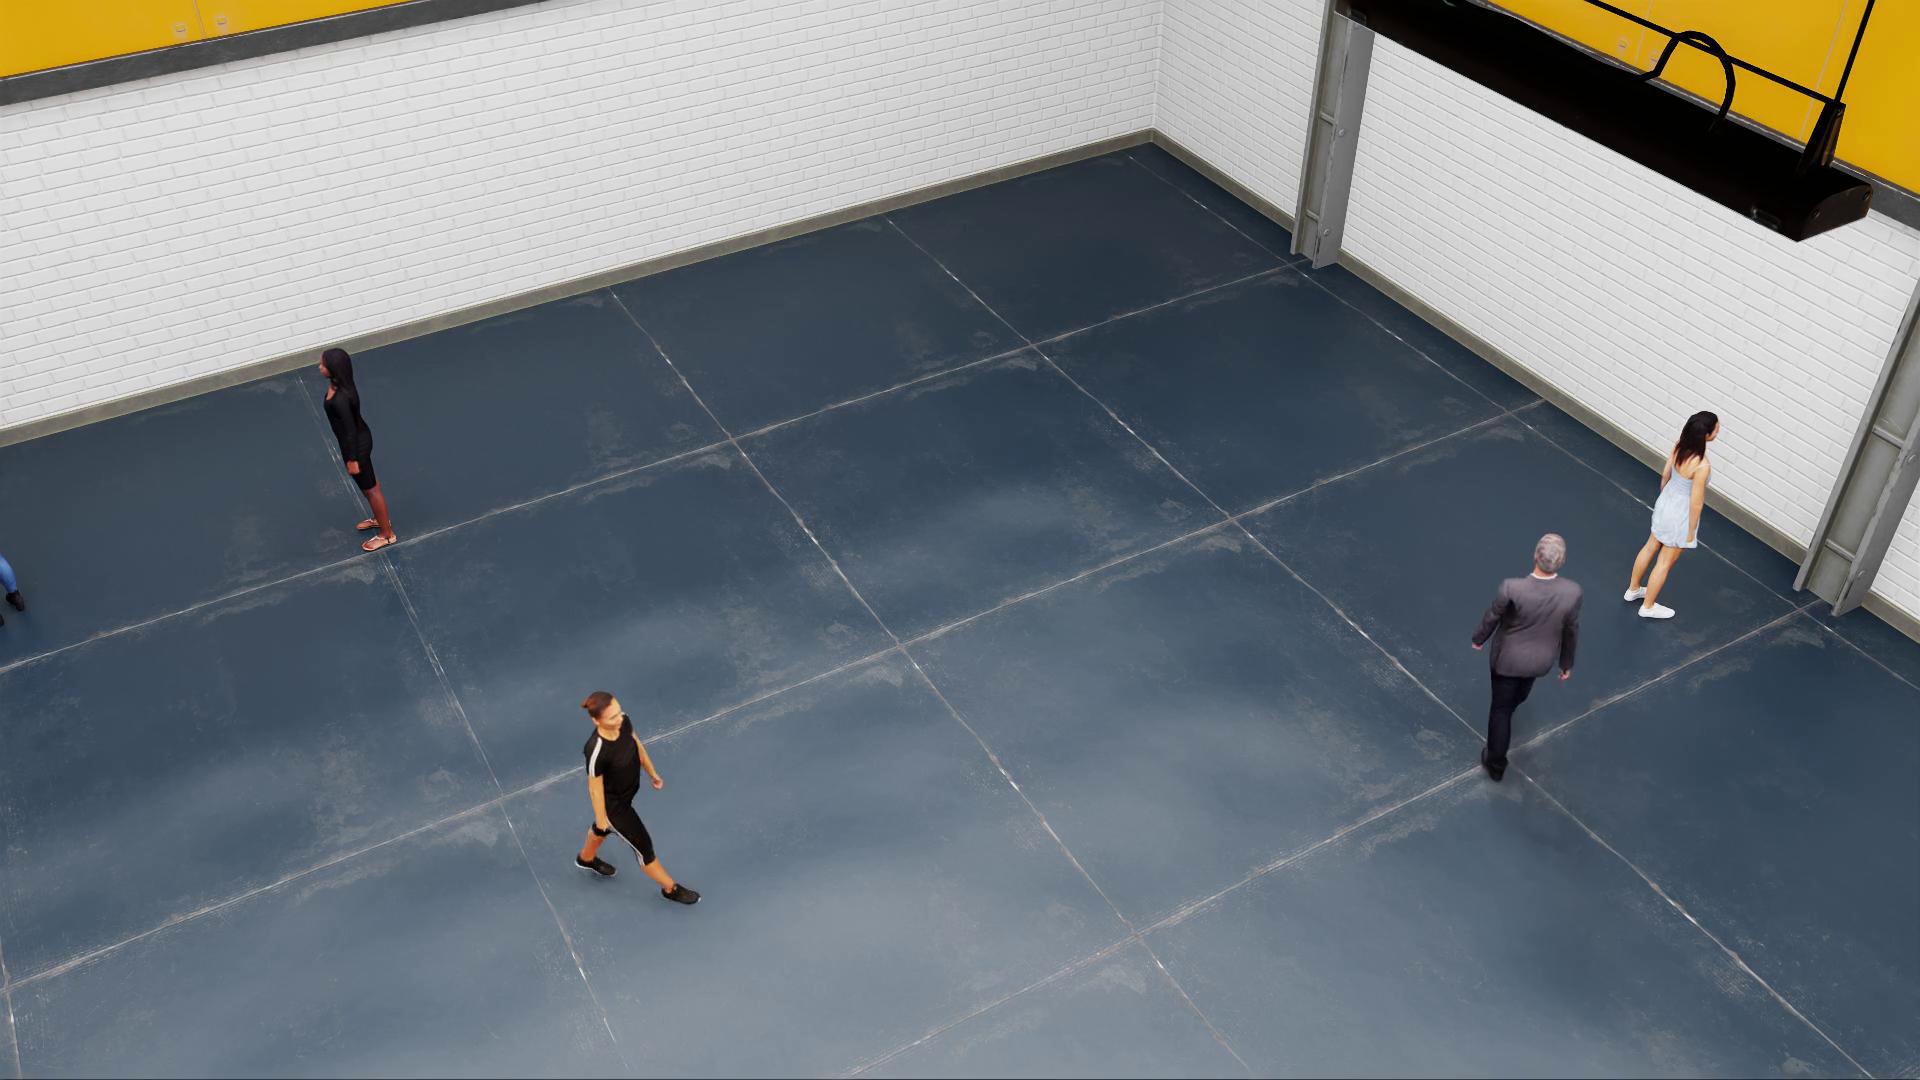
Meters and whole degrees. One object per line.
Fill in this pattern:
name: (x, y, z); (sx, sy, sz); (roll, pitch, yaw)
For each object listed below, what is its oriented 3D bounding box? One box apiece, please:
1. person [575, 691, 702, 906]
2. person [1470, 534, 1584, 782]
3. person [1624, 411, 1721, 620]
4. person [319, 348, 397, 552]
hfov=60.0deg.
person: (-2.100, 1.495, 9.861); (1.134, 1.628, 1.069); (10, 40, 12)
person: (3.606, 0.789, 10.602); (1.095, 1.807, 1.235); (0, 39, 0)
person: (5.113, -0.196, 11.896); (0.713, 1.730, 0.574); (-7, 39, -9)
person: (-4.562, -0.704, 12.540); (0.696, 1.721, 0.487); (-15, 41, -18)
